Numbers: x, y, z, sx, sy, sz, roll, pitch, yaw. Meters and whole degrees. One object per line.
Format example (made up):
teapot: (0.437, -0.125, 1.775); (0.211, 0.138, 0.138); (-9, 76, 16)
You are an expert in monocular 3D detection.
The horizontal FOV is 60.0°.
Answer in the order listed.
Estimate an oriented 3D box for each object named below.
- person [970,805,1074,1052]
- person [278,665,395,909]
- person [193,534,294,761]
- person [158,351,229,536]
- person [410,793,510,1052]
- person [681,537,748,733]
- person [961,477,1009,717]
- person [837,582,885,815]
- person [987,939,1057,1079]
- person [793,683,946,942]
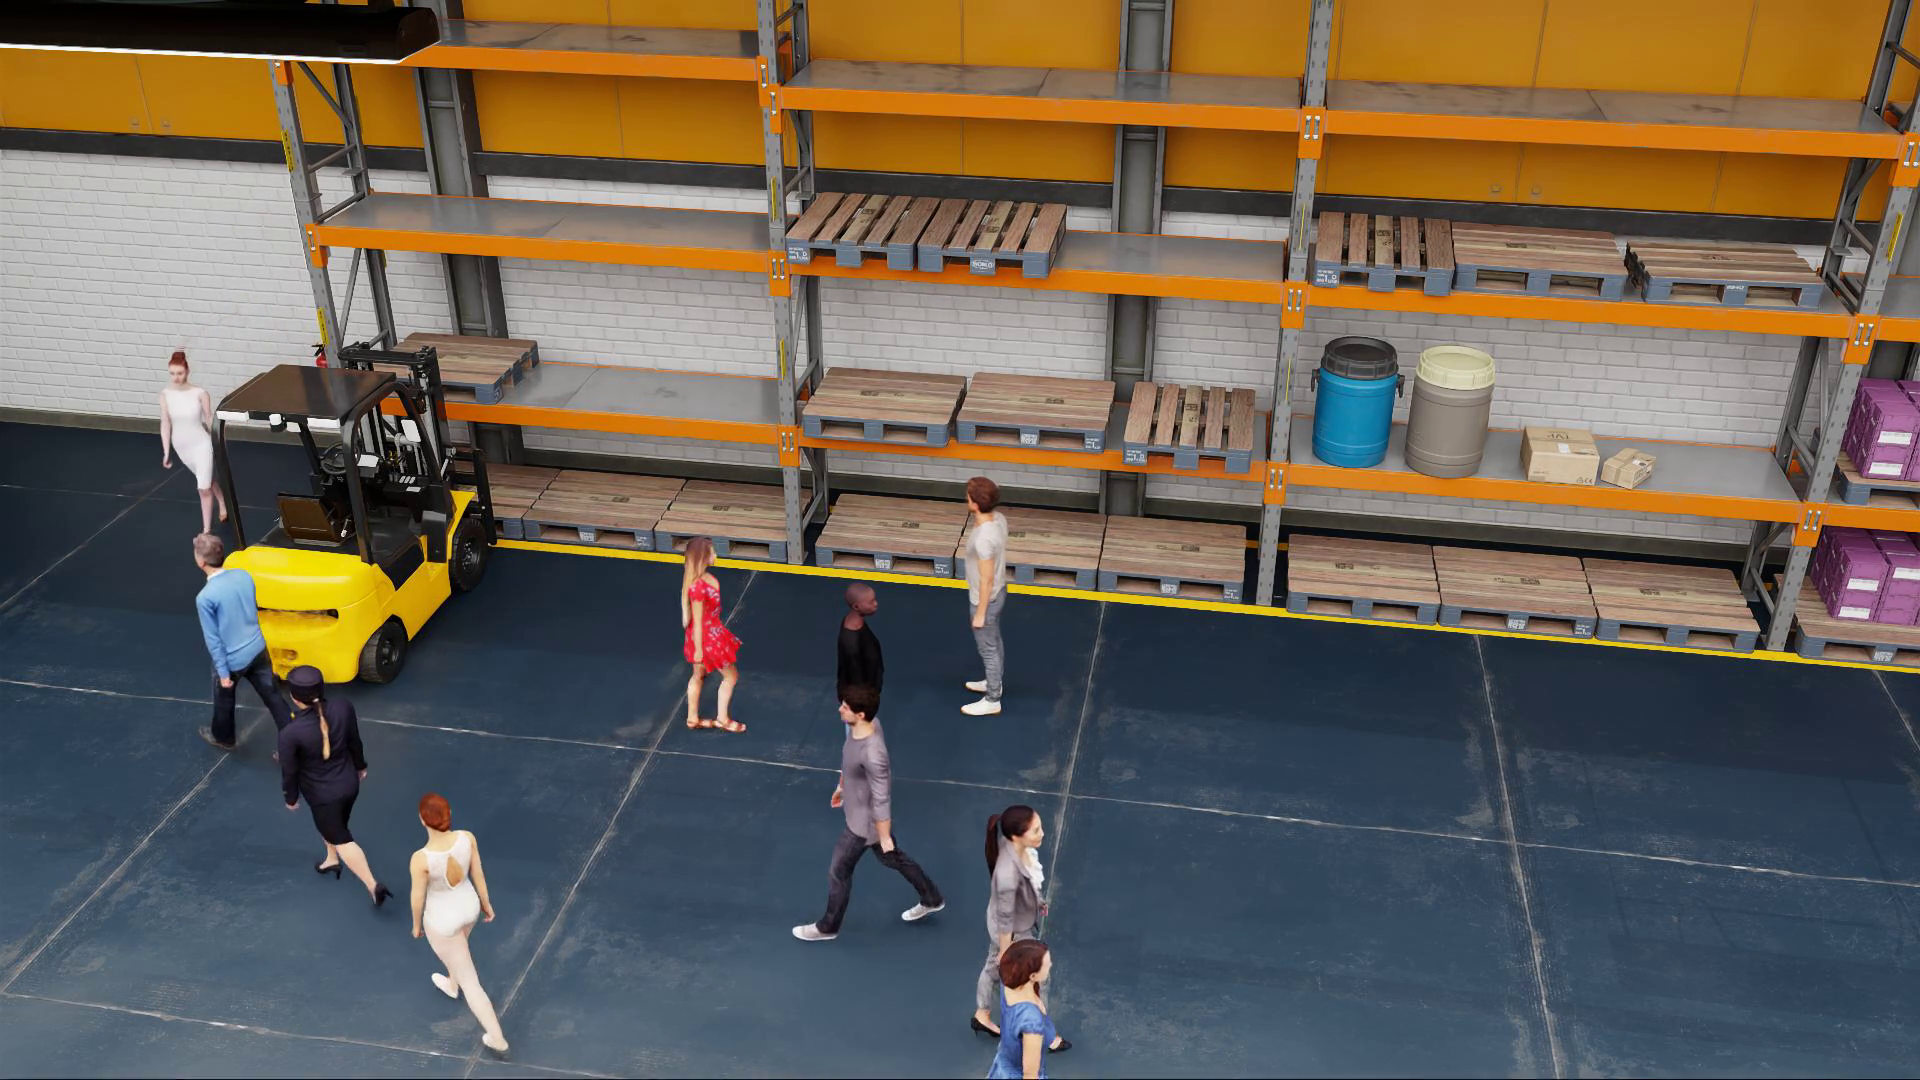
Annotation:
person: (0.197, 2.130, 9.134); (0.844, 1.654, 0.697); (0, 29, 0)
person: (-3.830, 1.554, 10.198); (1.156, 1.645, 0.954); (17, 33, 28)
person: (-4.883, 0.804, 11.441); (1.211, 1.772, 0.880); (13, 31, 22)
person: (-6.597, -0.798, 14.417); (1.088, 1.734, 0.785); (-1, 29, -2)
person: (-2.749, 2.135, 9.179); (1.119, 1.601, 0.906); (23, 36, 35)
person: (-1.906, 0.692, 11.847); (0.766, 1.579, 0.683); (-6, 29, -12)
person: (0.198, 0.401, 12.052); (0.542, 1.894, 0.643); (4, 29, 8)
person: (-0.686, 1.050, 11.014); (0.596, 1.749, 0.634); (-1, 29, -2)
person: (0.228, 2.663, 8.007); (0.859, 1.796, 0.810); (-9, 30, -16)
person: (-0.461, 1.620, 9.902); (1.243, 1.812, 0.868); (-2, 29, -4)
